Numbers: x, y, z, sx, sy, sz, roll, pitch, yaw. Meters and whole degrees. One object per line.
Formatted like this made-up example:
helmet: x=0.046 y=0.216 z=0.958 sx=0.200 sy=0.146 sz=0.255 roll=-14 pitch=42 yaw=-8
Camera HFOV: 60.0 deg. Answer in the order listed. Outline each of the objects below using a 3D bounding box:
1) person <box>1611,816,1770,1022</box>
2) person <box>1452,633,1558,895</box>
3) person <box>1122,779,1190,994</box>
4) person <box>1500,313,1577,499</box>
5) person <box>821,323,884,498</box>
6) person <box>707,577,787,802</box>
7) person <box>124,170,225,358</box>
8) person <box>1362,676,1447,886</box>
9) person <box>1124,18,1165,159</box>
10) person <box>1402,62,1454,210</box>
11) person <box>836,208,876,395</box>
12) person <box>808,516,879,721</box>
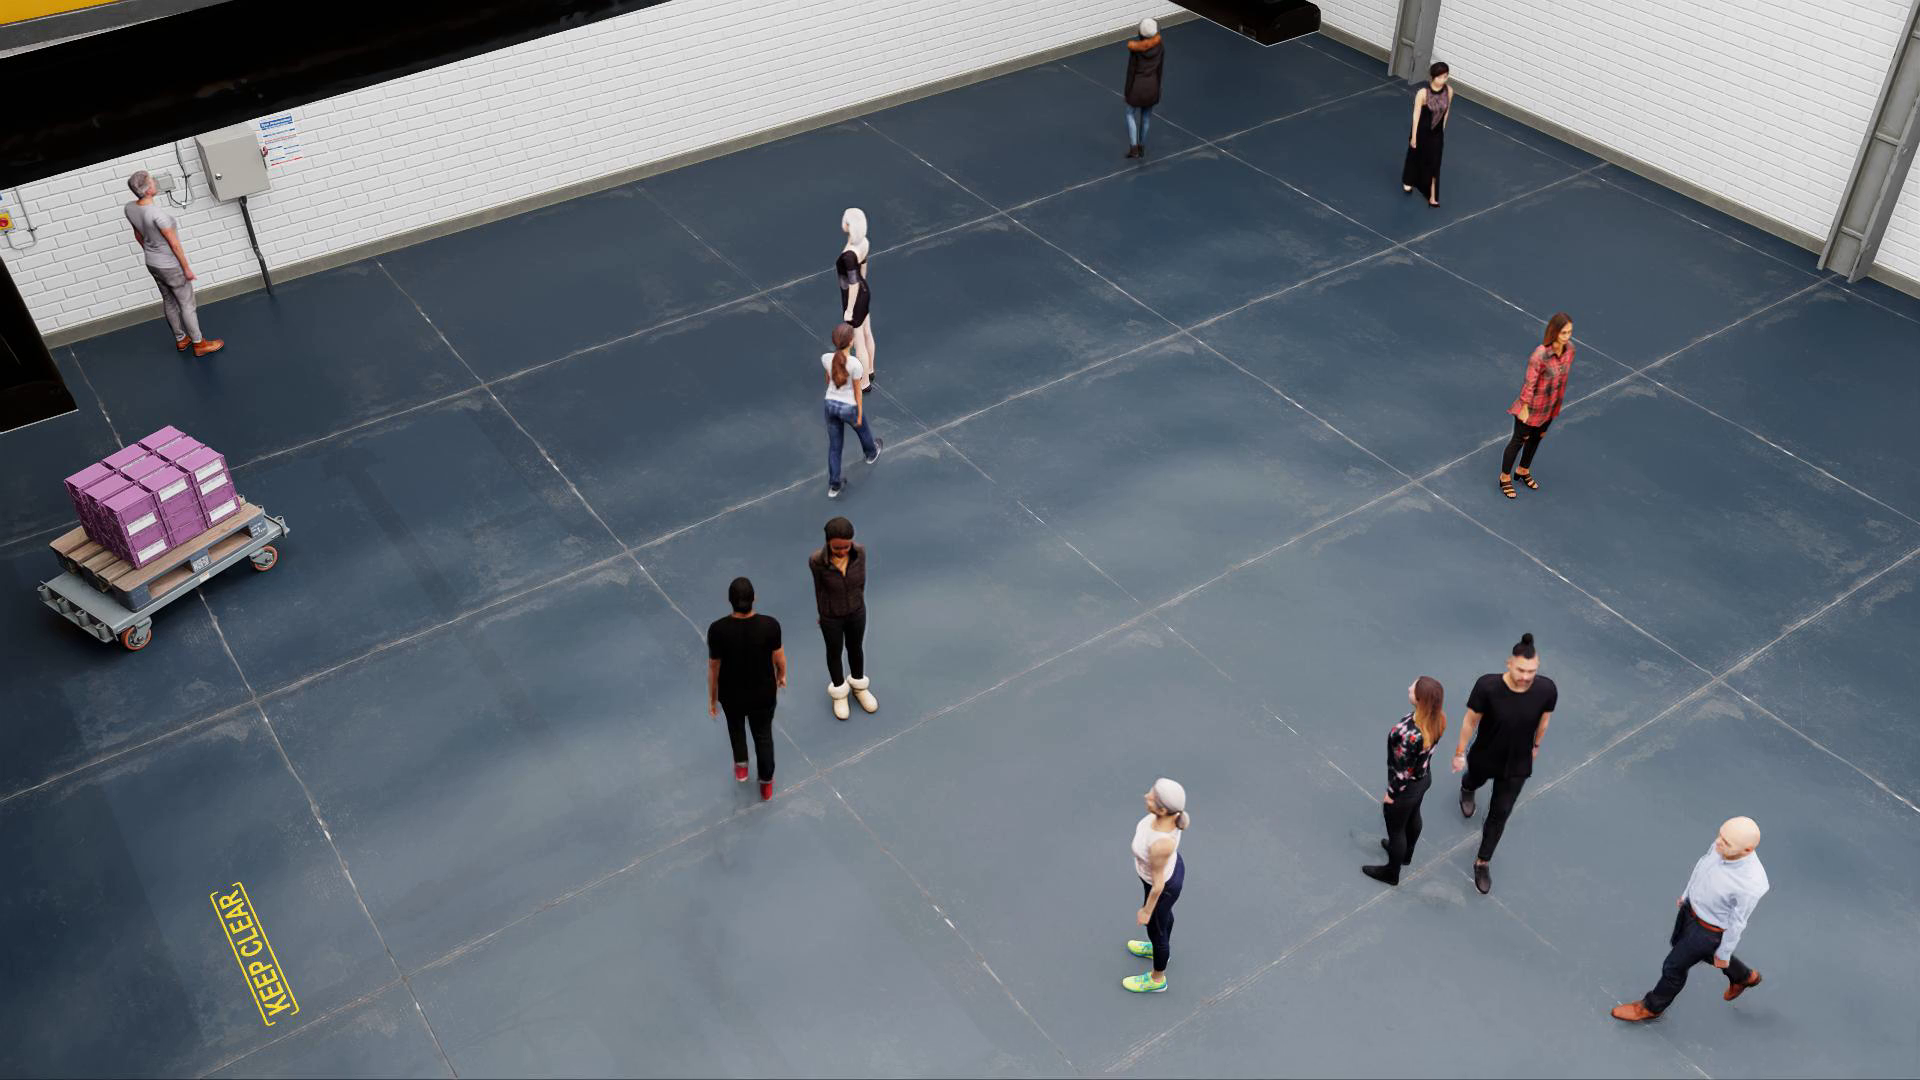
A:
person: x=4.334 y=2.186 z=9.477 sx=1.098 sy=1.767 sz=1.107 roll=2 pitch=39 yaw=3
person: x=3.414 y=1.278 z=10.567 sx=1.186 sy=1.826 sz=1.257 roll=6 pitch=39 yaw=7
person: x=1.179 y=2.014 z=9.745 sx=0.731 sy=1.702 sz=0.682 roll=9 pitch=39 yaw=11
person: x=4.764 y=-1.122 z=13.671 sx=0.636 sy=1.702 sz=0.580 roll=-19 pitch=42 yaw=-22
person: x=-0.995 y=-1.049 z=13.719 sx=0.999 sy=1.528 sz=0.956 roll=13 pitch=40 yaw=16
person: x=-1.391 y=1.048 z=10.925 sx=0.814 sy=1.738 sz=0.827 roll=-5 pitch=39 yaw=-6
person: x=-7.327 y=-2.546 z=15.350 sx=0.678 sy=1.832 sz=0.835 roll=19 pitch=42 yaw=22
person: x=2.816 y=1.498 z=10.405 sx=0.597 sy=1.684 sz=0.633 roll=26 pitch=46 yaw=29
person: x=2.064 y=-5.028 z=18.617 sx=0.725 sy=1.633 sz=0.775 roll=-10 pitch=40 yaw=-12
person: x=4.987 y=-4.388 z=17.877 sx=0.889 sy=1.558 sz=1.113 roll=-6 pitch=39 yaw=-8
person: x=-0.918 y=-2.127 z=14.828 sx=0.688 sy=1.829 sz=0.644 roll=9 pitch=40 yaw=11
person: x=-0.836 y=0.491 z=11.684 sx=0.663 sy=1.661 sz=0.606 roll=-23 pitch=44 yaw=-26
